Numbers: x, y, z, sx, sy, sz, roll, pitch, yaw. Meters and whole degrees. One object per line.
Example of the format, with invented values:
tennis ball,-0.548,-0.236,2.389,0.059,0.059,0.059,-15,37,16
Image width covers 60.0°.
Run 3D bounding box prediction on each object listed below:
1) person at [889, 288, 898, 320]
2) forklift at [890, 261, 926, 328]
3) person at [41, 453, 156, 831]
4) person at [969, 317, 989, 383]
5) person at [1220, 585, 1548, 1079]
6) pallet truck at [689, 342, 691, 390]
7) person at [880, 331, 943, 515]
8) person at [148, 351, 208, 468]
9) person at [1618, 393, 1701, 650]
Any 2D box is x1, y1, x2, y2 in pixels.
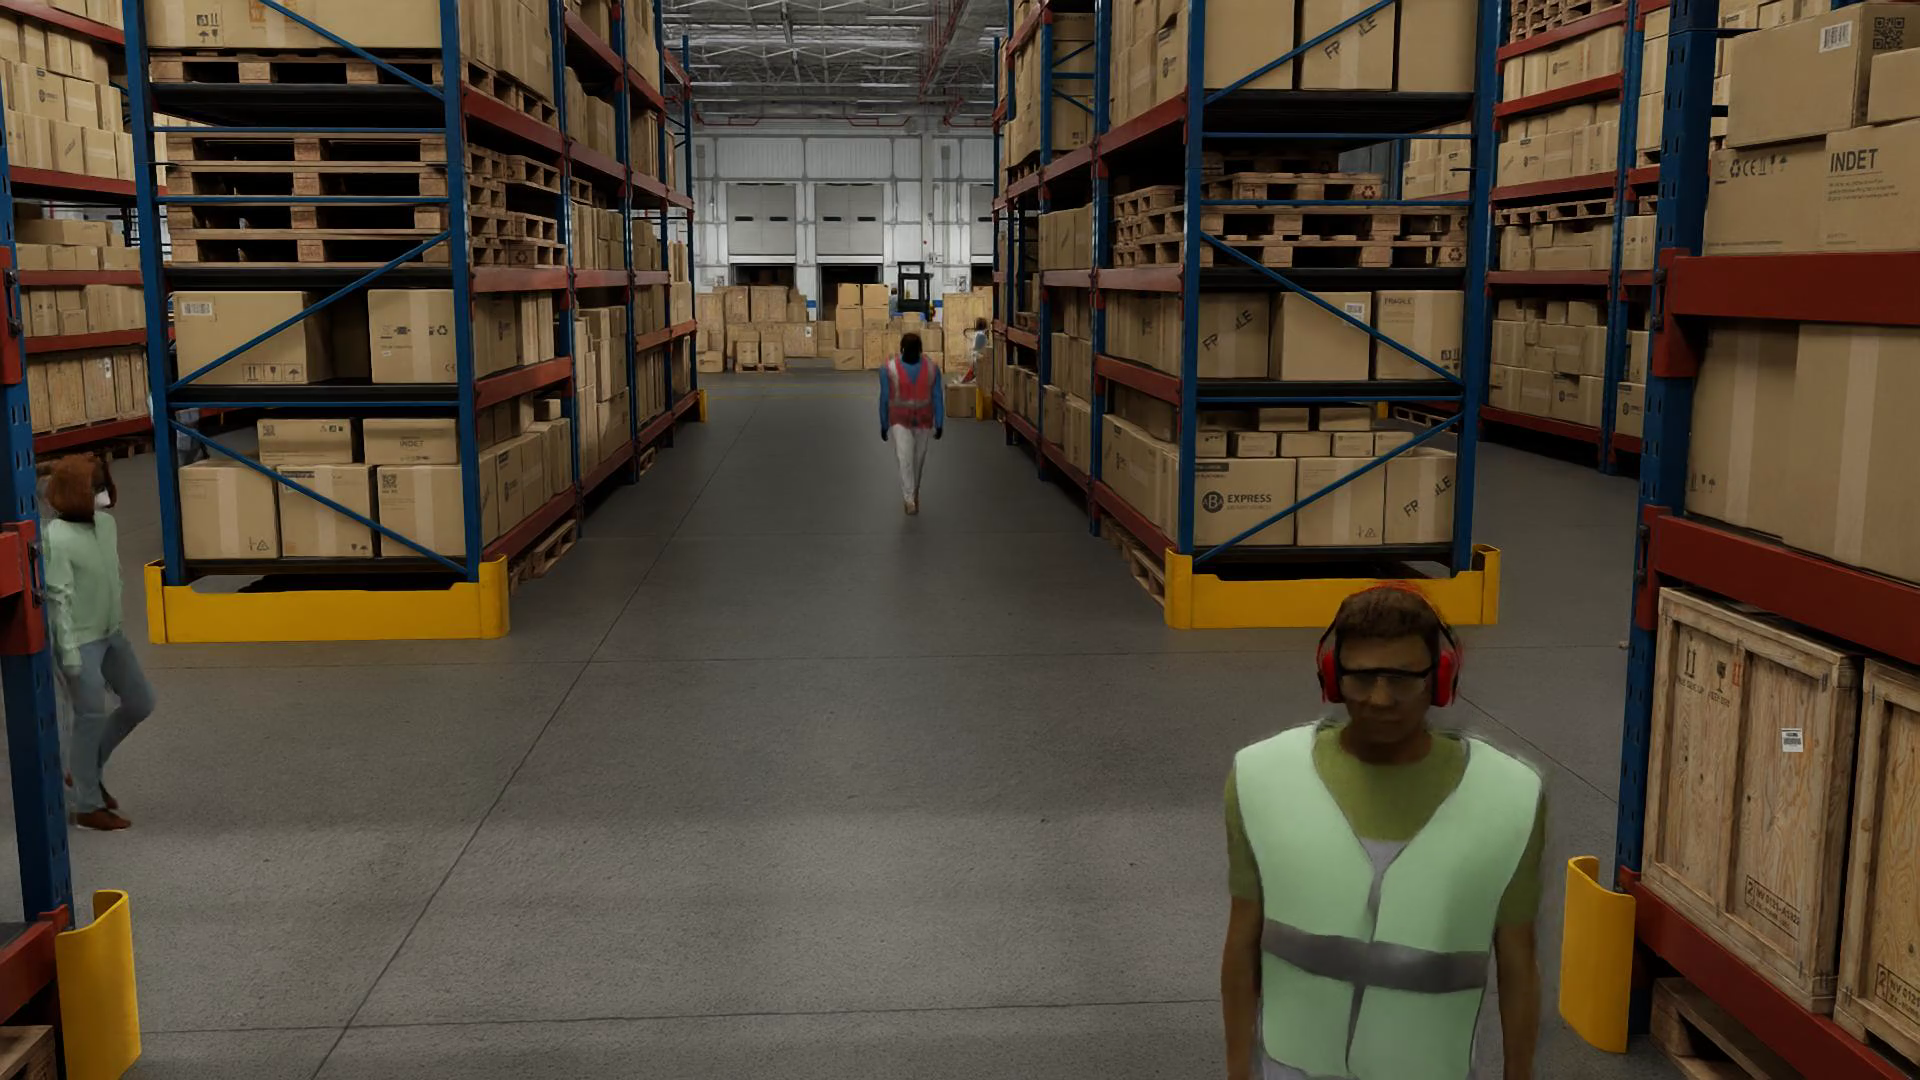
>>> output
person,-2.310,-7.828,57.982,0.636,1.929,0.385,3,10,20
forklift,-1.647,-8.063,56.459,1.129,2.768,1.873,2,9,14
person,-3.644,0.437,7.031,0.344,1.618,0.518,0,9,2
person,0.307,-3.240,30.148,0.670,1.615,0.516,-1,9,-5
person,0.769,0.962,3.095,0.566,1.827,0.690,2,9,14
pallet truck,-5.225,-3.008,27.480,1.885,1.965,0.823,2,9,14
person,-0.493,-1.189,16.667,0.633,1.812,0.883,-2,9,-13
person,-6.907,-0.826,14.728,0.318,1.694,0.540,3,10,21
person,4.562,-0.136,10.461,0.749,1.672,0.530,0,9,-3
